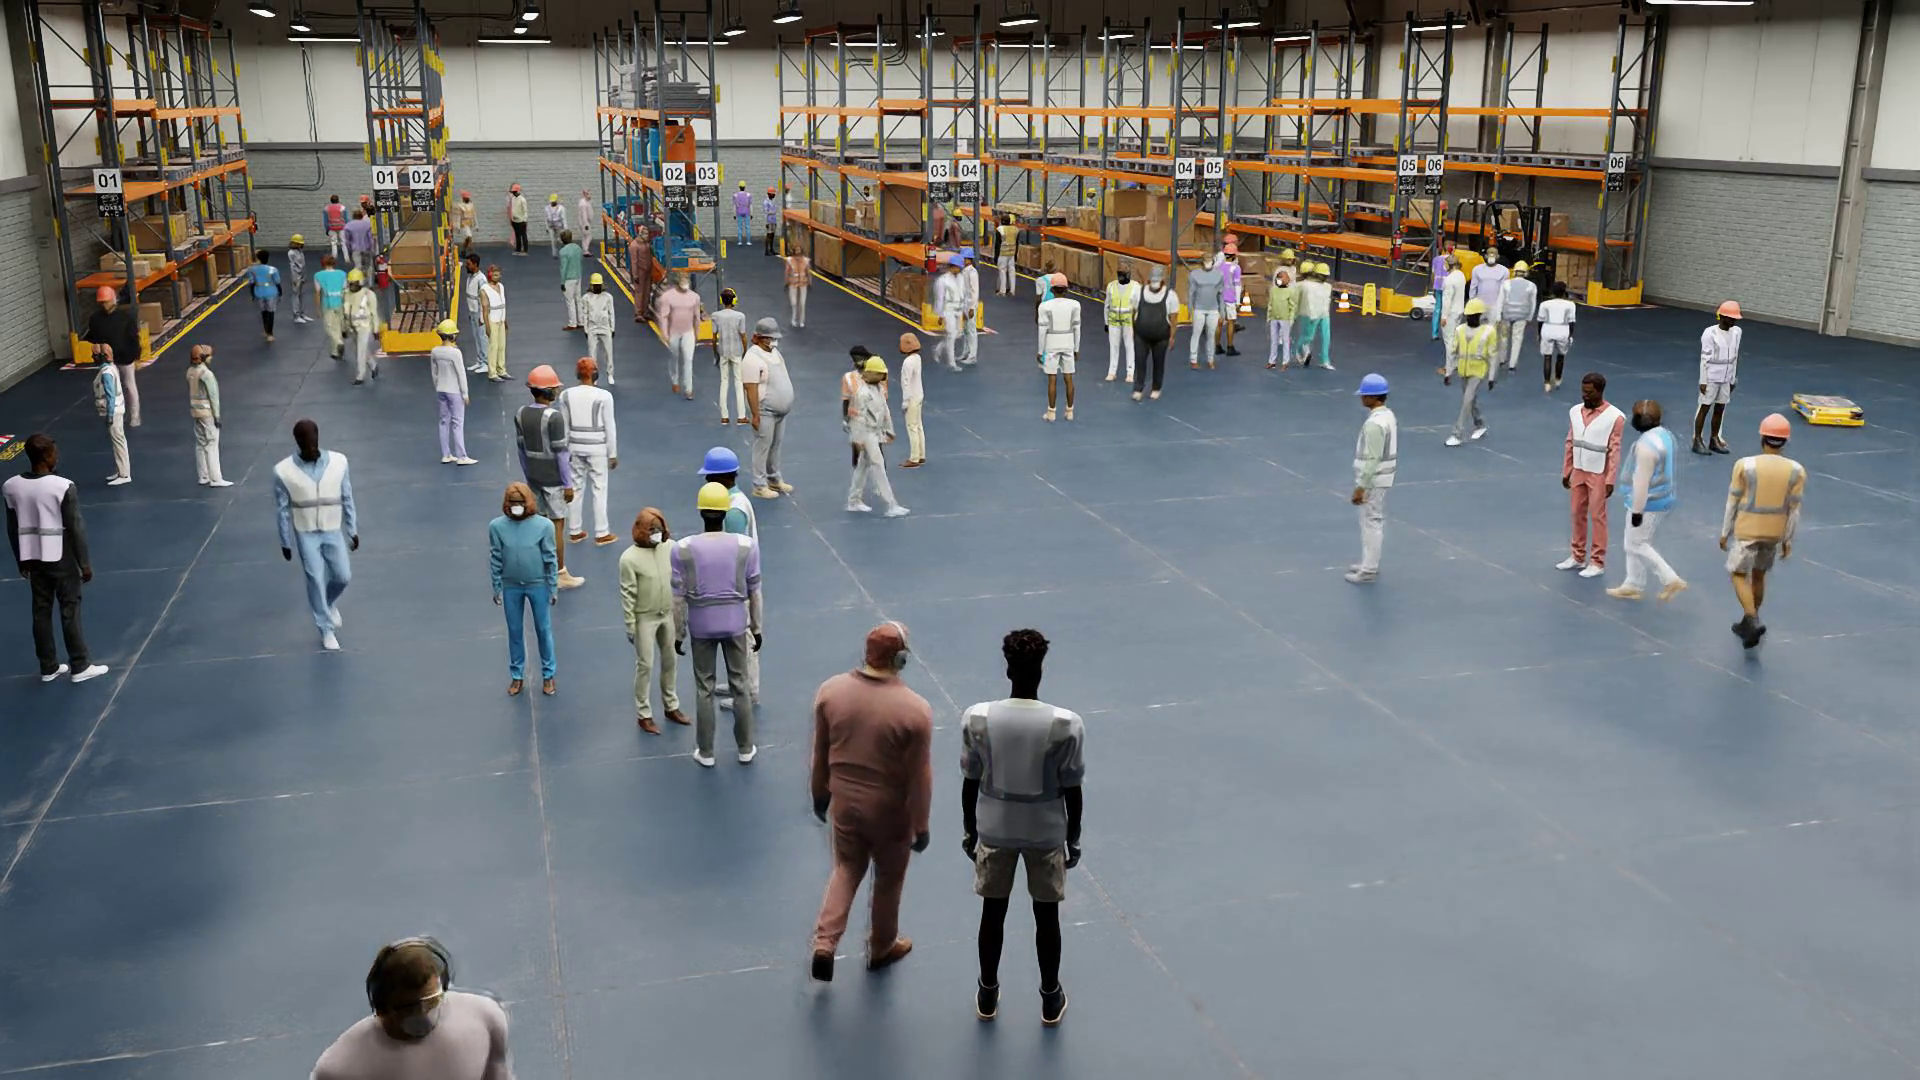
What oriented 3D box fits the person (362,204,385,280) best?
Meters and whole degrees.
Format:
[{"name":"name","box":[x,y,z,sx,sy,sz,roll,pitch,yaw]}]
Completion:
[{"name":"person","box":[-14.392,-7.293,40.763,0.627,1.844,0.429,1,15,4]}]

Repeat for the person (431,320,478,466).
[{"name":"person","box":[-6.167,-1.787,20.188,0.523,1.769,0.316,9,17,30]}]

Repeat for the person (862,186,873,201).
[{"name":"person","box":[-2.709,-9.530,49.157,0.513,1.861,0.326,12,19,38]}]

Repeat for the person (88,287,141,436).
[{"name":"person","box":[-11.262,-2.418,22.236,0.616,1.948,1.027,-5,16,-17]}]

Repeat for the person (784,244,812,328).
[{"name":"person","box":[-3.129,-4.918,32.243,0.554,1.619,0.520,-5,16,-17]}]

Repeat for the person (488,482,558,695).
[{"name":"person","box":[-3.236,0.358,12.384,0.500,1.628,0.278,0,15,-1]}]

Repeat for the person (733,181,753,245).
[{"name":"person","box":[-6.584,-9.915,50.463,0.590,1.927,0.367,-2,15,-7]}]

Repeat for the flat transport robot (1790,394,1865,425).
[{"name":"flat transport robot","box":[12.102,-1.829,23.210,0.652,0.197,1.431,4,15,14]}]

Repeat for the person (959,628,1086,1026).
[{"name":"person","box":[0.296,1.371,7.947,0.604,1.957,0.387,3,15,10]}]

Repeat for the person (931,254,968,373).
[{"name":"person","box":[-0.202,-3.720,27.187,0.717,1.912,0.634,11,19,37]}]

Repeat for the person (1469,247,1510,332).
[{"name":"person","box":[8.884,-3.950,27.997,0.629,1.940,0.372,5,16,18]}]

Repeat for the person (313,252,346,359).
[{"name":"person","box":[-10.633,-3.954,28.229,0.567,1.828,0.646,-14,21,-43]}]

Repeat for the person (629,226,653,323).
[{"name":"person","box":[-6.307,-5.286,33.118,0.401,1.893,0.654,5,16,18]}]

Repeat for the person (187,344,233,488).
[{"name":"person","box":[-8.635,-1.420,19.054,0.523,1.636,0.310,12,19,37]}]

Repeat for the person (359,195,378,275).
[{"name":"person","box":[-14.949,-7.700,42.000,0.612,1.995,0.376,5,16,18]}]

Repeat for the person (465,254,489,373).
[{"name":"person","box":[-7.839,-3.696,27.080,0.391,1.920,0.593,-10,18,-34]}]

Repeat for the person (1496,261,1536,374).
[{"name":"person","box":[9.069,-3.653,27.155,0.598,1.788,0.886,5,16,19]}]

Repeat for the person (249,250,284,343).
[{"name":"person","box":[-12.667,-4.481,30.486,0.555,1.668,0.730,0,15,-1]}]

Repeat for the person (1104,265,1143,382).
[{"name":"person","box":[2.557,-3.398,26.109,0.634,1.839,0.429,6,16,20]}]

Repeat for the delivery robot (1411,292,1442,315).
[{"name":"delivery robot","box":[9.459,-4.747,33.466,0.707,0.478,0.477,5,16,19]}]

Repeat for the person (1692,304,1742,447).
[{"name":"person","box":[9.687,-2.110,21.236,0.501,1.861,0.326,-2,15,-7]}]

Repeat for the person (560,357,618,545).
[{"name":"person","box":[-3.695,-0.888,16.602,0.577,1.874,0.367,4,16,16]}]

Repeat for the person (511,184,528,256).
[{"name":"person","box":[-12.482,-9.038,47.032,0.609,1.996,0.383,11,18,36]}]

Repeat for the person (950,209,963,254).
[{"name":"person","box":[-0.069,-7.084,40.120,0.323,1.767,0.533,-3,15,-11]}]

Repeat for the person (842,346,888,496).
[{"name":"person","box":[-1.067,-1.350,18.699,0.539,1.685,0.356,5,16,17]}]

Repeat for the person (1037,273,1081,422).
[{"name":"person","box":[1.353,-2.644,22.879,0.605,2.045,0.383,-3,15,-13]}]

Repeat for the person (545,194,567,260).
[{"name":"person","box":[-11.155,-8.656,45.952,0.615,1.813,0.554,2,15,7]}]

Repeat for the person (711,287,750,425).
[{"name":"person","box":[-3.117,-2.501,22.674,0.510,1.872,0.328,2,15,9]}]

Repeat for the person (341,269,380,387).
[{"name":"person","box":[-9.323,-3.331,25.913,0.596,1.807,0.813,5,16,17]}]

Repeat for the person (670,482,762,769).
[{"name":"person","box":[-1.610,0.564,11.034,0.594,1.924,0.382,-4,15,-13]}]

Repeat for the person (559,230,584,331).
[{"name":"person","box":[-7.449,-4.966,31.851,0.376,1.930,0.633,6,16,22]}]

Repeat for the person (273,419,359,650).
[{"name":"person","box":[-5.213,-0.071,13.475,0.605,1.897,0.514,-11,18,-35]}]

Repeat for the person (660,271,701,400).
[{"name":"person","box":[-4.171,-3.081,24.836,0.637,1.891,1.041,-5,16,-17]}]

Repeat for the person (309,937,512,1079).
[{"name":"person","box":[-1.691,2.105,5.283,0.680,1.919,0.436,-13,20,-41]}]

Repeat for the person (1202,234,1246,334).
[{"name":"person","box":[4.993,-4.823,31.408,1.012,1.887,0.568,-7,16,-24]}]

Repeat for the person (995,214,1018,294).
[{"name":"person","box":[1.054,-6.516,37.914,0.404,1.818,0.608,13,20,40]}]

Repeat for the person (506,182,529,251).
[{"name":"person","box":[-12.818,-9.366,48.181,0.692,2.000,0.671,10,18,34]}]

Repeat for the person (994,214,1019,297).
[{"name":"person","box":[1.027,-6.413,37.450,0.634,1.841,0.429,-10,18,-33]}]

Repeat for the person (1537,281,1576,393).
[{"name":"person","box":[9.076,-3.114,25.361,0.557,1.656,0.819,6,16,21]}]
